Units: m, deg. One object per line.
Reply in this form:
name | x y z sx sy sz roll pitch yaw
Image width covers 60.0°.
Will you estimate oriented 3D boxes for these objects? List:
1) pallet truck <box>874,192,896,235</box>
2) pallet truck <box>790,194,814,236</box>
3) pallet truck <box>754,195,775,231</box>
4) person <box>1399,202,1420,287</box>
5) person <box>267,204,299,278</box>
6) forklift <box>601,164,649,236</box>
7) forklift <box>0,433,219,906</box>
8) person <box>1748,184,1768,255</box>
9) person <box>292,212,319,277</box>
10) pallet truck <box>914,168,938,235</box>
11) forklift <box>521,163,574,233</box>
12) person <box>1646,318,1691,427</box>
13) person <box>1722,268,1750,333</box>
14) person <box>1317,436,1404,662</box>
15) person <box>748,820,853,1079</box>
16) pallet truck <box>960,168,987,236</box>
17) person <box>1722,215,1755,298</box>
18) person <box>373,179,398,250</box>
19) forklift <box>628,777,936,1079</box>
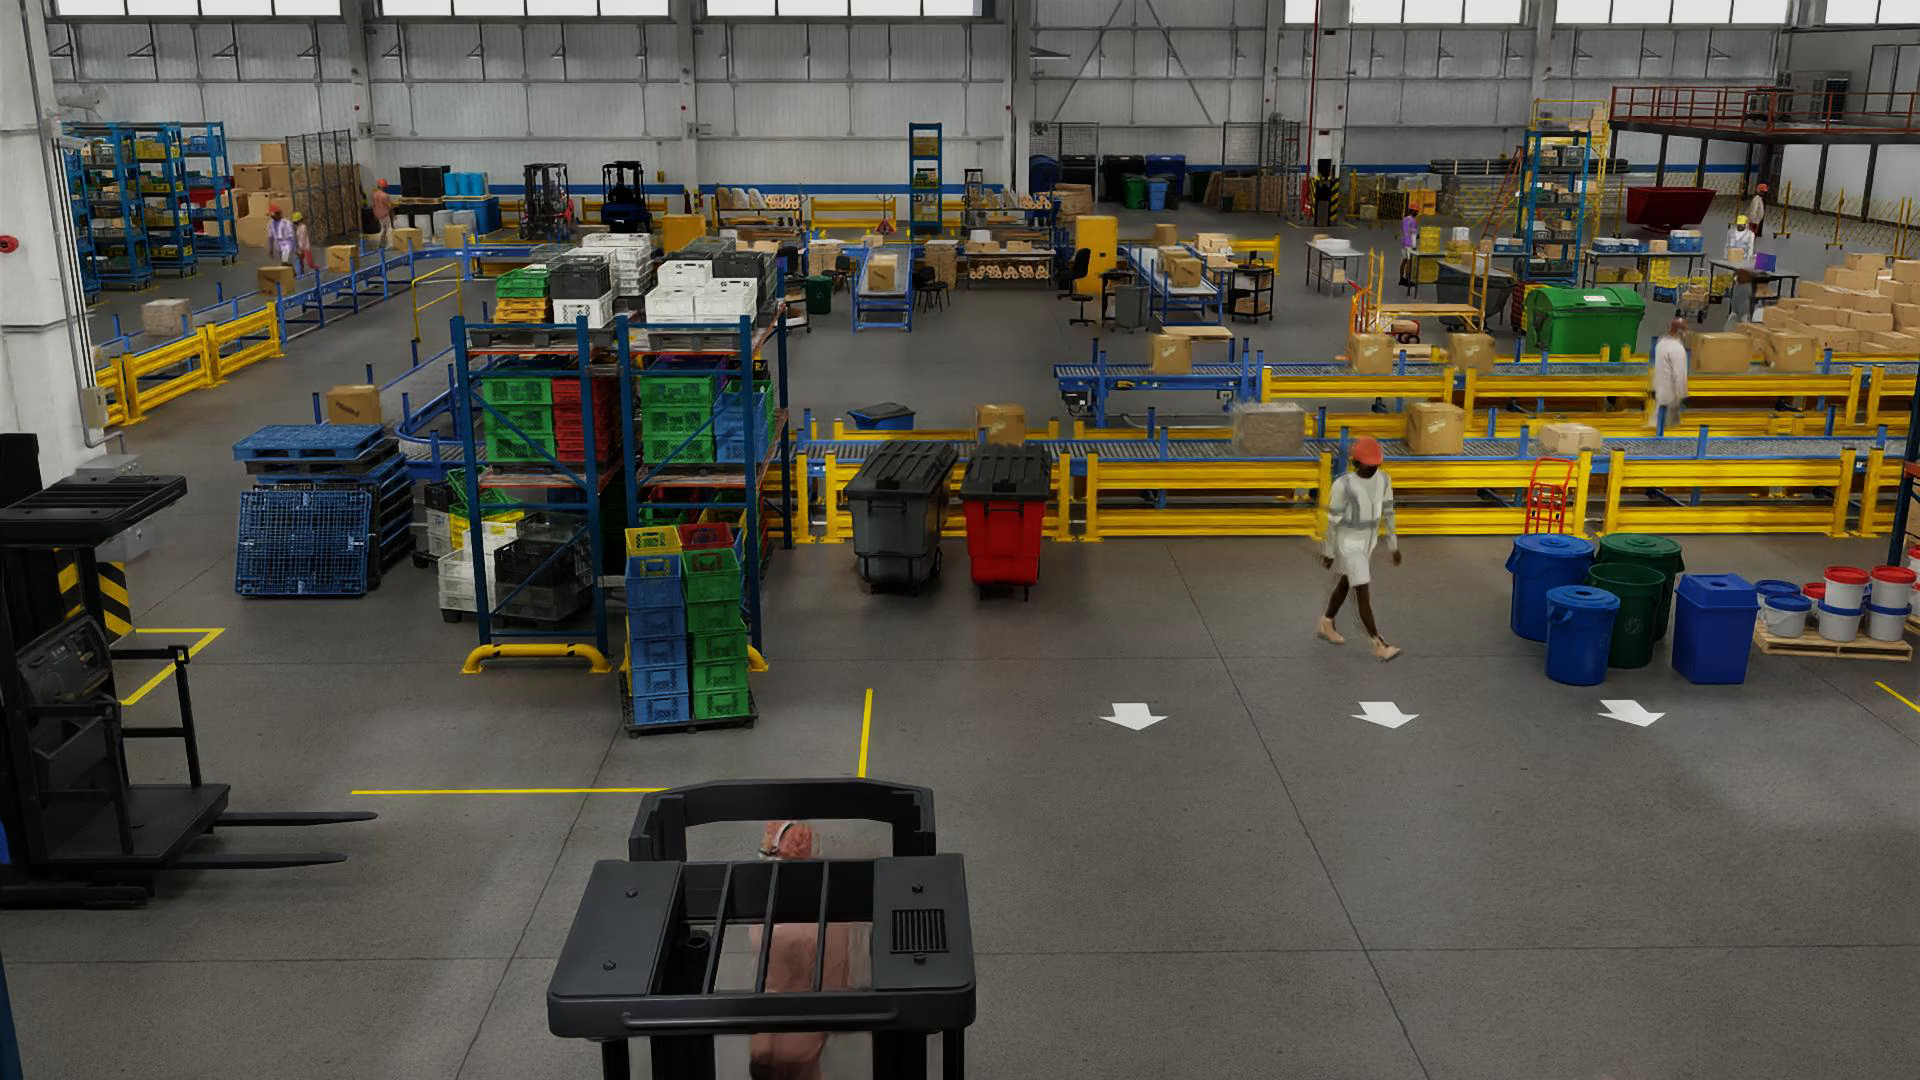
pallet truck | -2.277 -9.986 50.594 0.653 1.274 1.630 0 16 -1
pallet truck | -4.814 -9.883 50.259 0.704 1.261 1.522 -1 16 -3
pallet truck | -6.051 -9.967 50.660 0.680 1.201 1.601 0 16 -1
person | 10.457 -6.863 38.628 0.374 1.928 0.542 -4 16 -13
person | -15.248 -6.521 37.307 0.615 1.994 0.921 8 18 25
forklift | -9.948 -10.127 49.296 1.157 1.987 2.680 -1 16 -3
forklift | -5.952 0.780 10.366 1.873 2.768 1.129 0 16 -1
person | 20.889 -8.333 43.627 0.392 1.990 0.611 10 19 32
person | -15.172 -6.760 38.625 0.785 1.723 0.525 -13 21 -39
pallet truck | -0.989 -10.316 50.507 0.823 1.965 1.885 1 16 3
forklift | -12.233 -10.122 49.298 1.157 1.987 2.680 0 16 -1
person | 9.358 -1.951 21.667 0.976 1.861 0.657 2 16 6
person | 13.608 -3.966 29.150 0.877 1.582 0.517 -1 16 -2
person | 3.515 0.060 14.470 0.602 1.970 1.059 -10 19 -30
person | -0.741 2.122 7.444 0.427 1.895 0.667 9 18 28
pallet truck | 0.383 -10.230 50.206 0.823 1.965 1.885 -1 16 -3
person | 17.109 -6.225 36.604 0.594 1.826 0.404 14 21 41
person | -15.839 -8.945 45.801 0.646 1.965 0.455 11 19 34
forklift | -0.542 2.165 5.552 1.129 2.768 1.873 -1 16 -2
